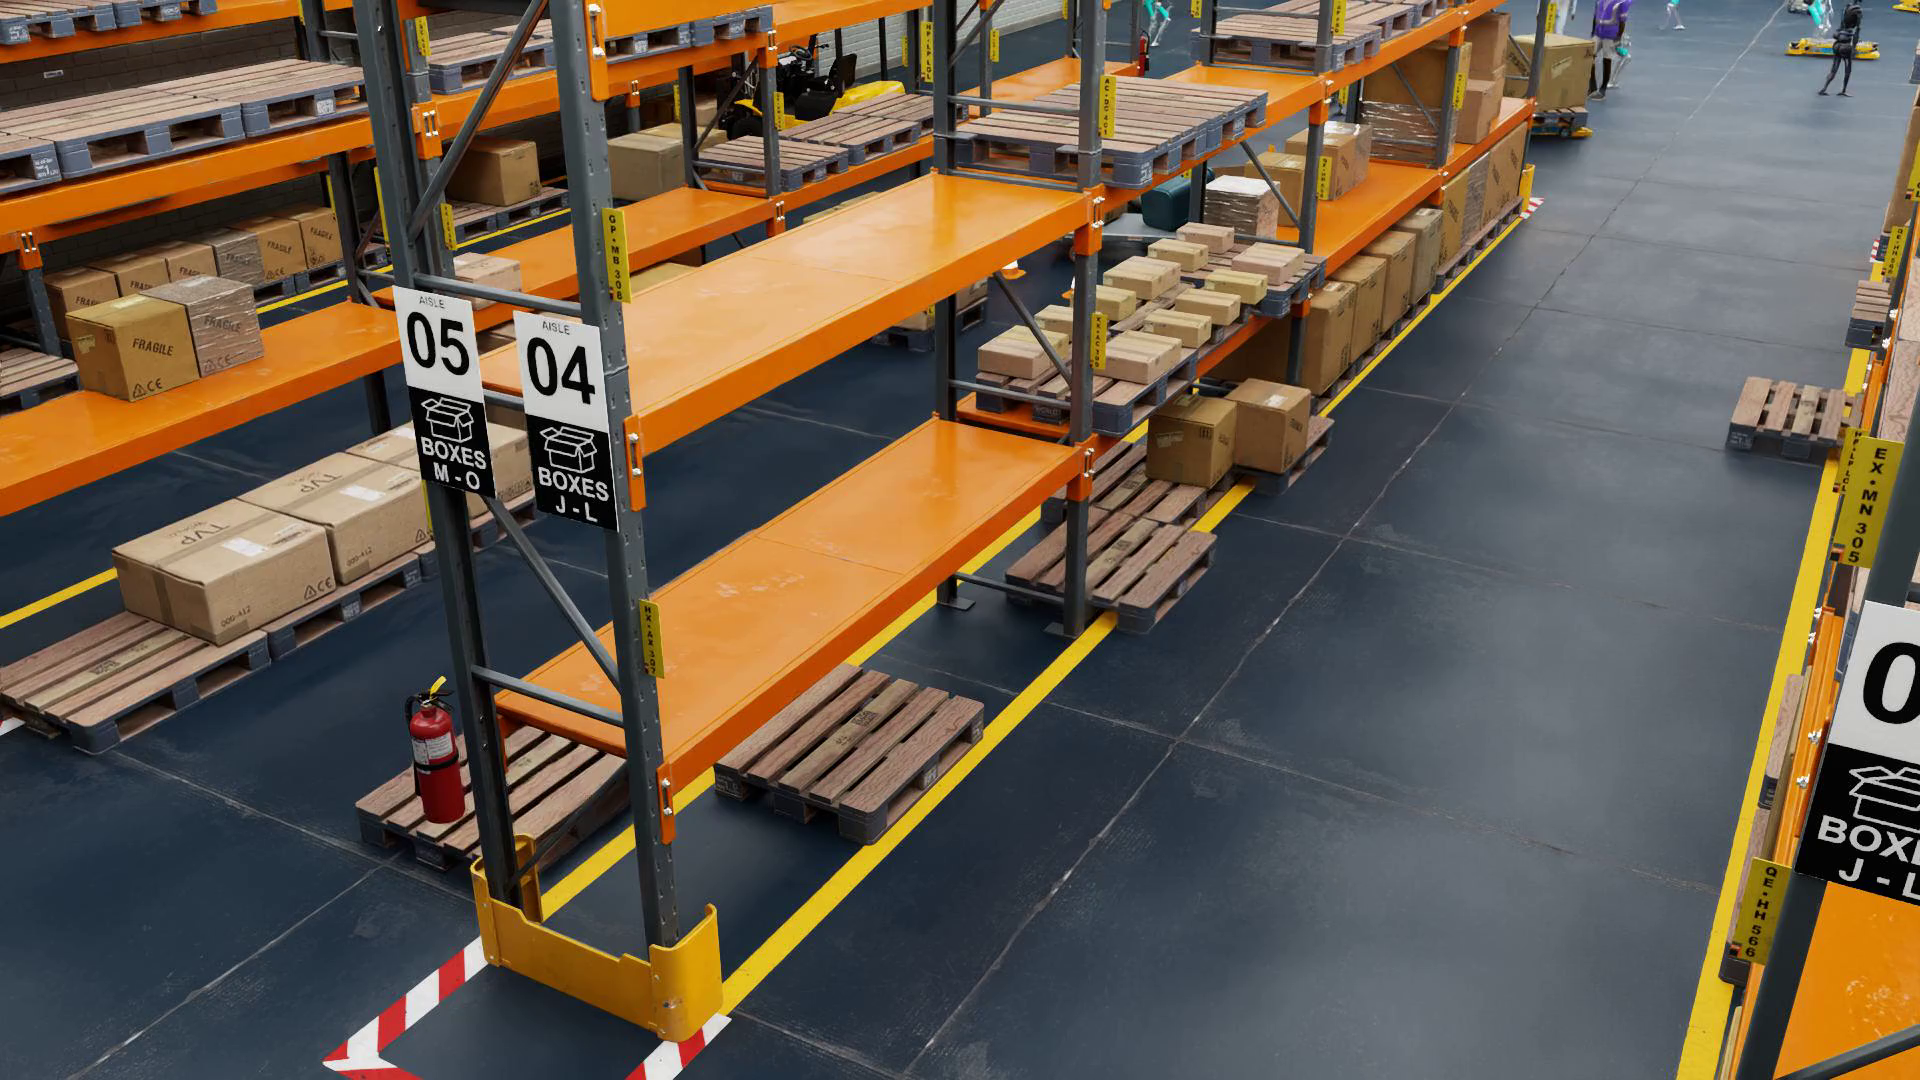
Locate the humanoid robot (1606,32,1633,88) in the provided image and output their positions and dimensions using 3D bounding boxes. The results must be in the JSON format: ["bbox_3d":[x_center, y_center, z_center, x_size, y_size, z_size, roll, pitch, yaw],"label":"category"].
[{"bbox_3d":[10.425,-8.046,26.374,0.806,1.762,0.531,7,27,15],"label":"humanoid robot"}]

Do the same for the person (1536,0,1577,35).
[{"bbox_3d":[10.111,-8.994,28.199,0.597,1.863,0.981,14,29,26],"label":"person"}]

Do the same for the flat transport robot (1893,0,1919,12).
[{"bbox_3d":[20.003,-11.038,34.277,1.431,0.231,0.659,-13,28,-24],"label":"flat transport robot"}]

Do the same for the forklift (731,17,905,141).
[{"bbox_3d":[-1.819,-5.975,21.543,2.313,2.155,1.214,14,29,26],"label":"forklift"}]

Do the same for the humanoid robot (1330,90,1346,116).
[{"bbox_3d":[5.500,-7.046,24.383,0.601,1.635,0.596,6,26,12],"label":"humanoid robot"}]

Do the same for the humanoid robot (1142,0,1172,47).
[{"bbox_3d":[3.554,-9.723,29.904,0.668,1.847,0.541,-18,31,-33],"label":"humanoid robot"}]

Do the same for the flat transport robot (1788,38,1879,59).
[{"bbox_3d":[15.432,-8.678,29.375,1.431,0.231,0.659,11,28,21],"label":"flat transport robot"}]

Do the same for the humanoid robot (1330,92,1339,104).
[{"bbox_3d":[5.755,-7.471,25.279,0.616,1.615,0.713,20,32,35],"label":"humanoid robot"}]

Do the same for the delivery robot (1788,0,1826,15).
[{"bbox_3d":[17.314,-11.002,33.865,0.791,0.587,0.499,-16,30,-29],"label":"delivery robot"}]

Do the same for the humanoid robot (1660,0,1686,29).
[{"bbox_3d":[13.775,-10.537,31.667,0.774,1.878,0.533,3,26,6],"label":"humanoid robot"}]

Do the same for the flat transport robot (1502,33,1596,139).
[{"bbox_3d":[8.136,-5.867,23.534,1.431,0.231,0.659,0,26,0],"label":"flat transport robot"}]

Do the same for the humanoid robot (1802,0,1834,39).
[{"bbox_3d":[15.321,-9.551,29.535,0.534,1.815,0.756,-14,29,-26],"label":"humanoid robot"}]

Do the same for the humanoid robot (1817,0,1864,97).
[{"bbox_3d":[13.723,-7.710,25.771,0.519,1.655,0.605,1,26,3],"label":"humanoid robot"}]

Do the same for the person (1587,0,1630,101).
[{"bbox_3d":[9.846,-7.694,25.404,0.494,1.938,0.620,-16,30,-30],"label":"person"}]
